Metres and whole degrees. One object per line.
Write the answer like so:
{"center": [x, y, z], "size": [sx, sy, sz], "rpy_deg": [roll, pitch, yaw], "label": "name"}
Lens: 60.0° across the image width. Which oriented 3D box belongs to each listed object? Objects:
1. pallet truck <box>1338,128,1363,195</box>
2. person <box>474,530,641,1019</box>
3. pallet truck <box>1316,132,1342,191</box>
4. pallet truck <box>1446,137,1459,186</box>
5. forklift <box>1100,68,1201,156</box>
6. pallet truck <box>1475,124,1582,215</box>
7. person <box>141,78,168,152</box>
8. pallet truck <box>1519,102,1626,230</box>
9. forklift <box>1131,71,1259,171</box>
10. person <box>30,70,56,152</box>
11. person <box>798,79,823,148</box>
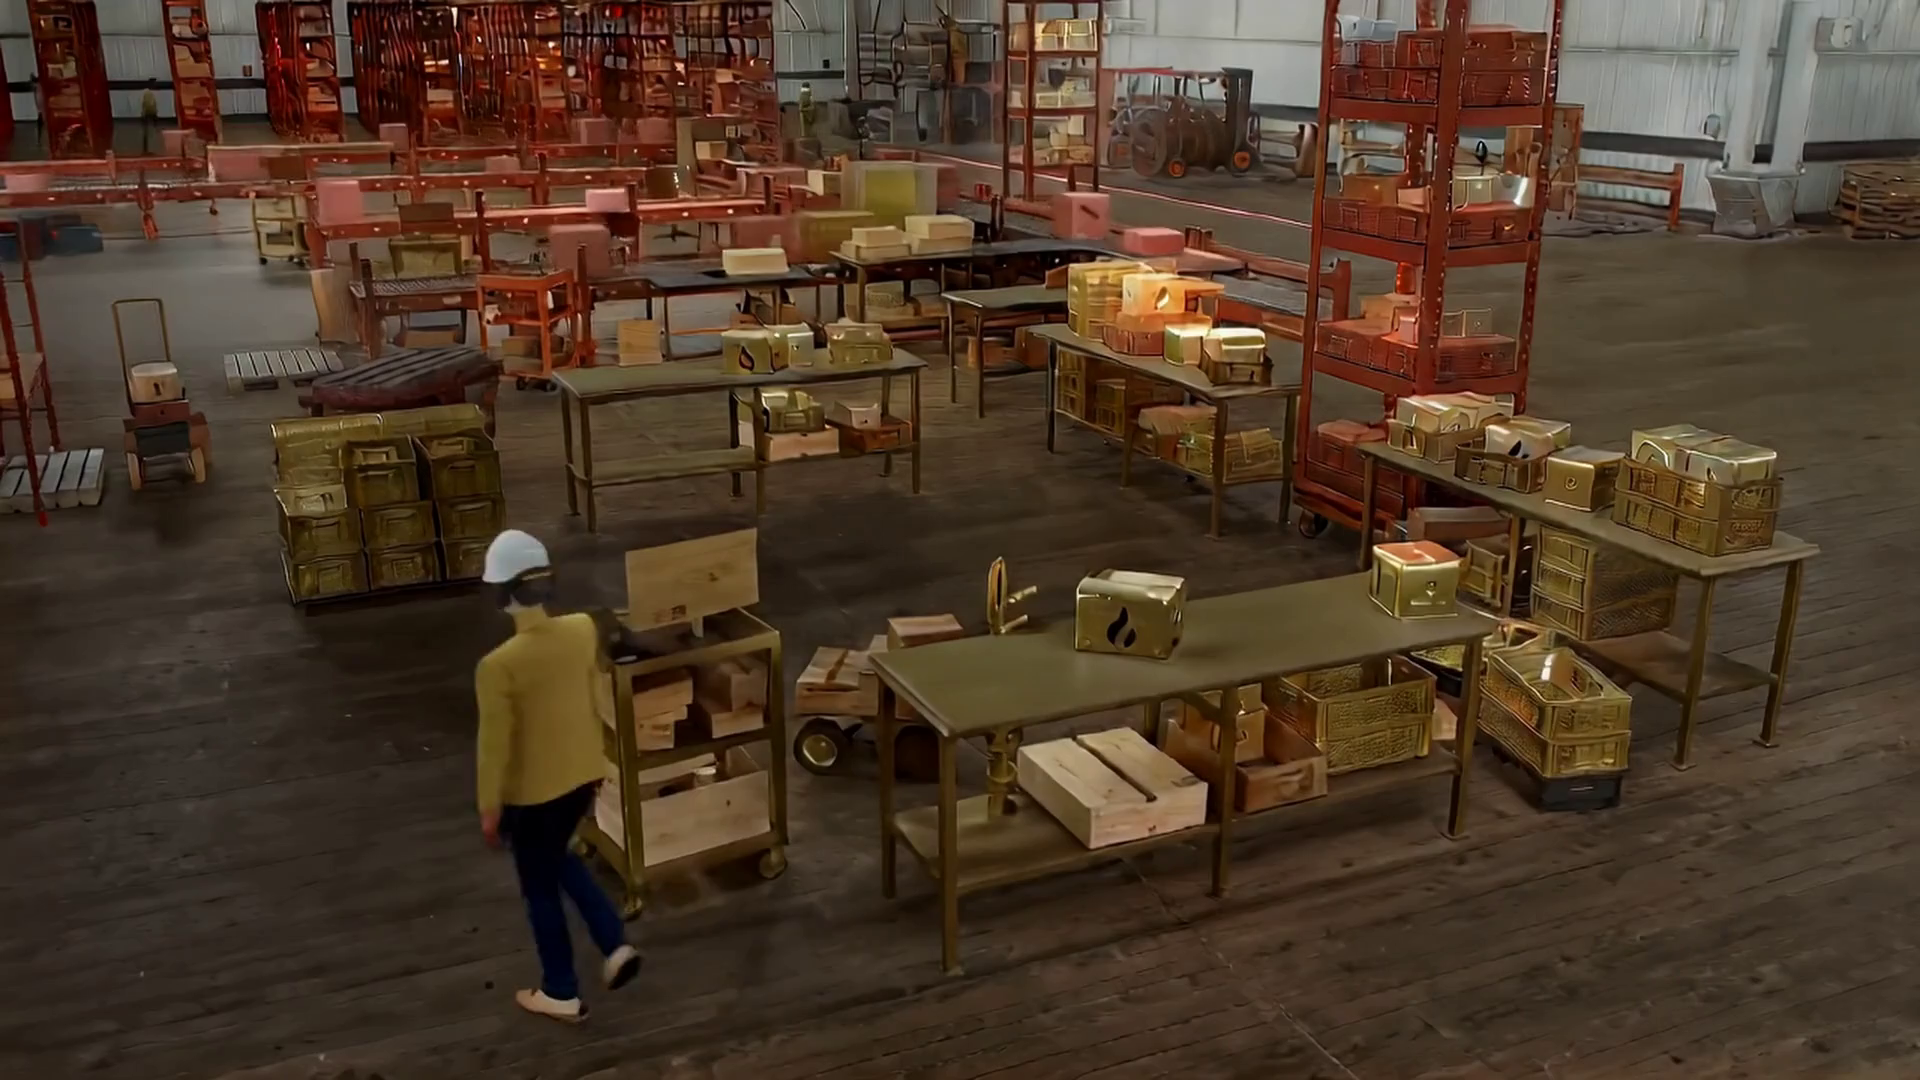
{"center": [7.845, -7.140, 31.411], "size": [1.522, 1.261, 0.704], "rpy_deg": [-9, 20, -25], "label": "pallet truck"}
{"center": [-1.396, 0.820, 5.585], "size": [0.401, 1.743, 0.538], "rpy_deg": [10, 20, 29], "label": "person"}
{"center": [7.723, -7.504, 32.656], "size": [1.601, 1.201, 0.680], "rpy_deg": [-8, 19, -23], "label": "pallet truck"}
{"center": [9.184, -6.485, 29.328], "size": [1.630, 1.274, 0.653], "rpy_deg": [-8, 19, -23], "label": "pallet truck"}
{"center": [4.082, -9.564, 37.410], "size": [2.680, 1.987, 1.157], "rpy_deg": [-8, 19, -23], "label": "forklift"}
{"center": [9.707, -6.455, 28.103], "size": [1.885, 1.965, 0.823], "rpy_deg": [-7, 19, -20], "label": "pallet truck"}
{"center": [-20.079, -10.596, 41.487], "size": [0.850, 1.787, 0.600], "rpy_deg": [-8, 19, -24], "label": "person"}
{"center": [9.972, -6.037, 26.785], "size": [1.885, 1.965, 0.823], "rpy_deg": [-9, 20, -25], "label": "pallet truck"}
{"center": [4.998, -8.936, 35.413], "size": [2.680, 1.987, 1.157], "rpy_deg": [-9, 20, -25], "label": "forklift"}
{"center": [-22.949, -10.710, 41.542], "size": [0.545, 1.978, 0.660], "rpy_deg": [-4, 18, -12], "label": "person"}
{"center": [-3.759, -10.572, 41.423], "size": [0.604, 1.793, 0.932], "rpy_deg": [10, 20, 29], "label": "person"}
